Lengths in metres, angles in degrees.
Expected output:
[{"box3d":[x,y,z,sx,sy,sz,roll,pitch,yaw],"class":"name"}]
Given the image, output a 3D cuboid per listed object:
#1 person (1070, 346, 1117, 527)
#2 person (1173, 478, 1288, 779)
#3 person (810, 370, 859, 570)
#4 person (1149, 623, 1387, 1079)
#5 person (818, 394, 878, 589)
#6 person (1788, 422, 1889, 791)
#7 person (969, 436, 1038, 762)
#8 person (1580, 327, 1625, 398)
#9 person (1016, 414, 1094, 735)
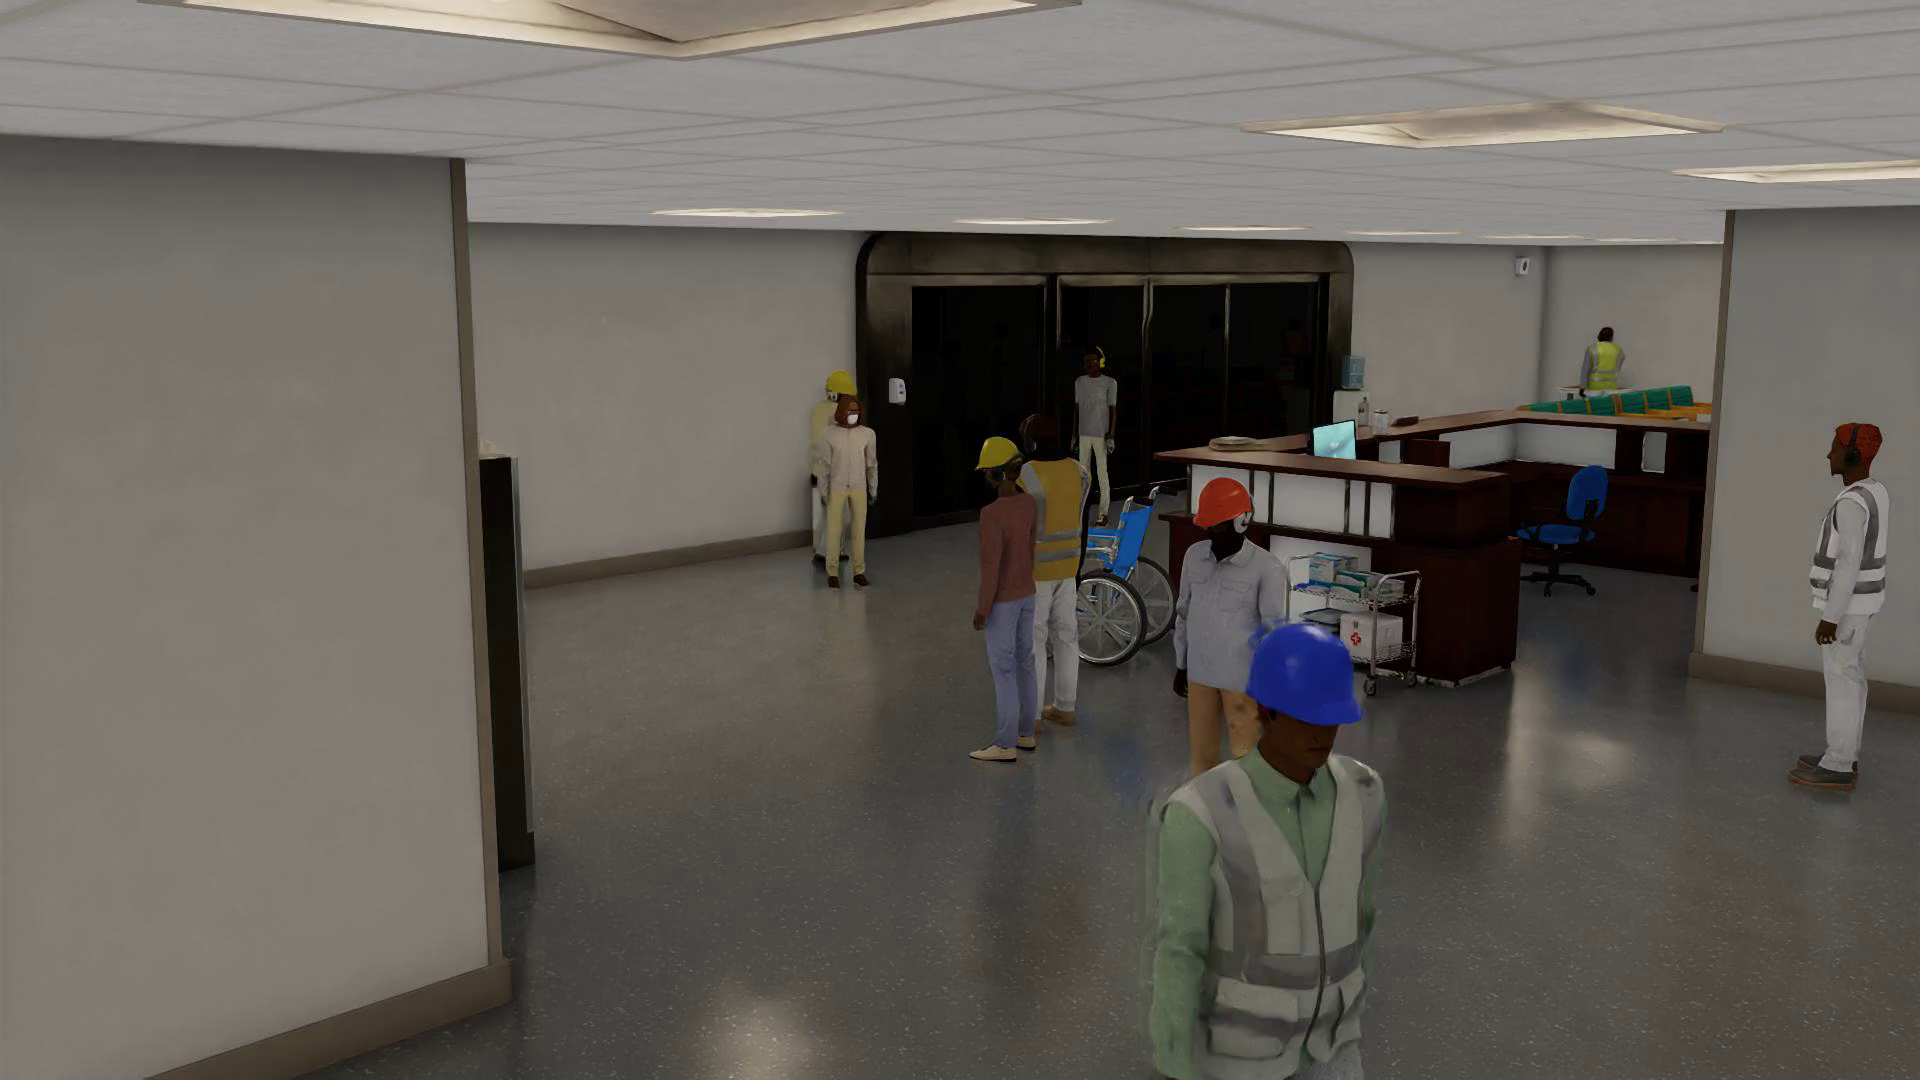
[{"box3d":[1.372,-1.070,17.194,0.513,1.872,0.328,5,11,30],"class":"person"},{"box3d":[1.172,0.583,7.441,0.339,1.741,0.563,-9,13,-44],"class":"person"},{"box3d":[-1.129,-0.613,14.686,0.581,1.786,0.625,-7,12,-38],"class":"person"},{"box3d":[0.670,1.097,3.855,0.633,1.912,0.983,-4,10,-23],"class":"person"},{"box3d":[-0.931,-0.407,13.883,0.506,1.627,0.288,-3,10,-18],"class":"person"},{"box3d":[4.526,0.338,8.523,0.355,1.882,0.576,7,11,36],"class":"person"},{"box3d":[0.234,0.320,9.006,0.323,1.764,0.523,5,11,30],"class":"person"},{"box3d":[9.481,-2.256,24.704,0.662,1.802,0.684,0,9,1],"class":"person"},{"box3d":[0.462,0.196,9.539,0.621,1.838,0.429,-7,12,-38],"class":"person"}]
